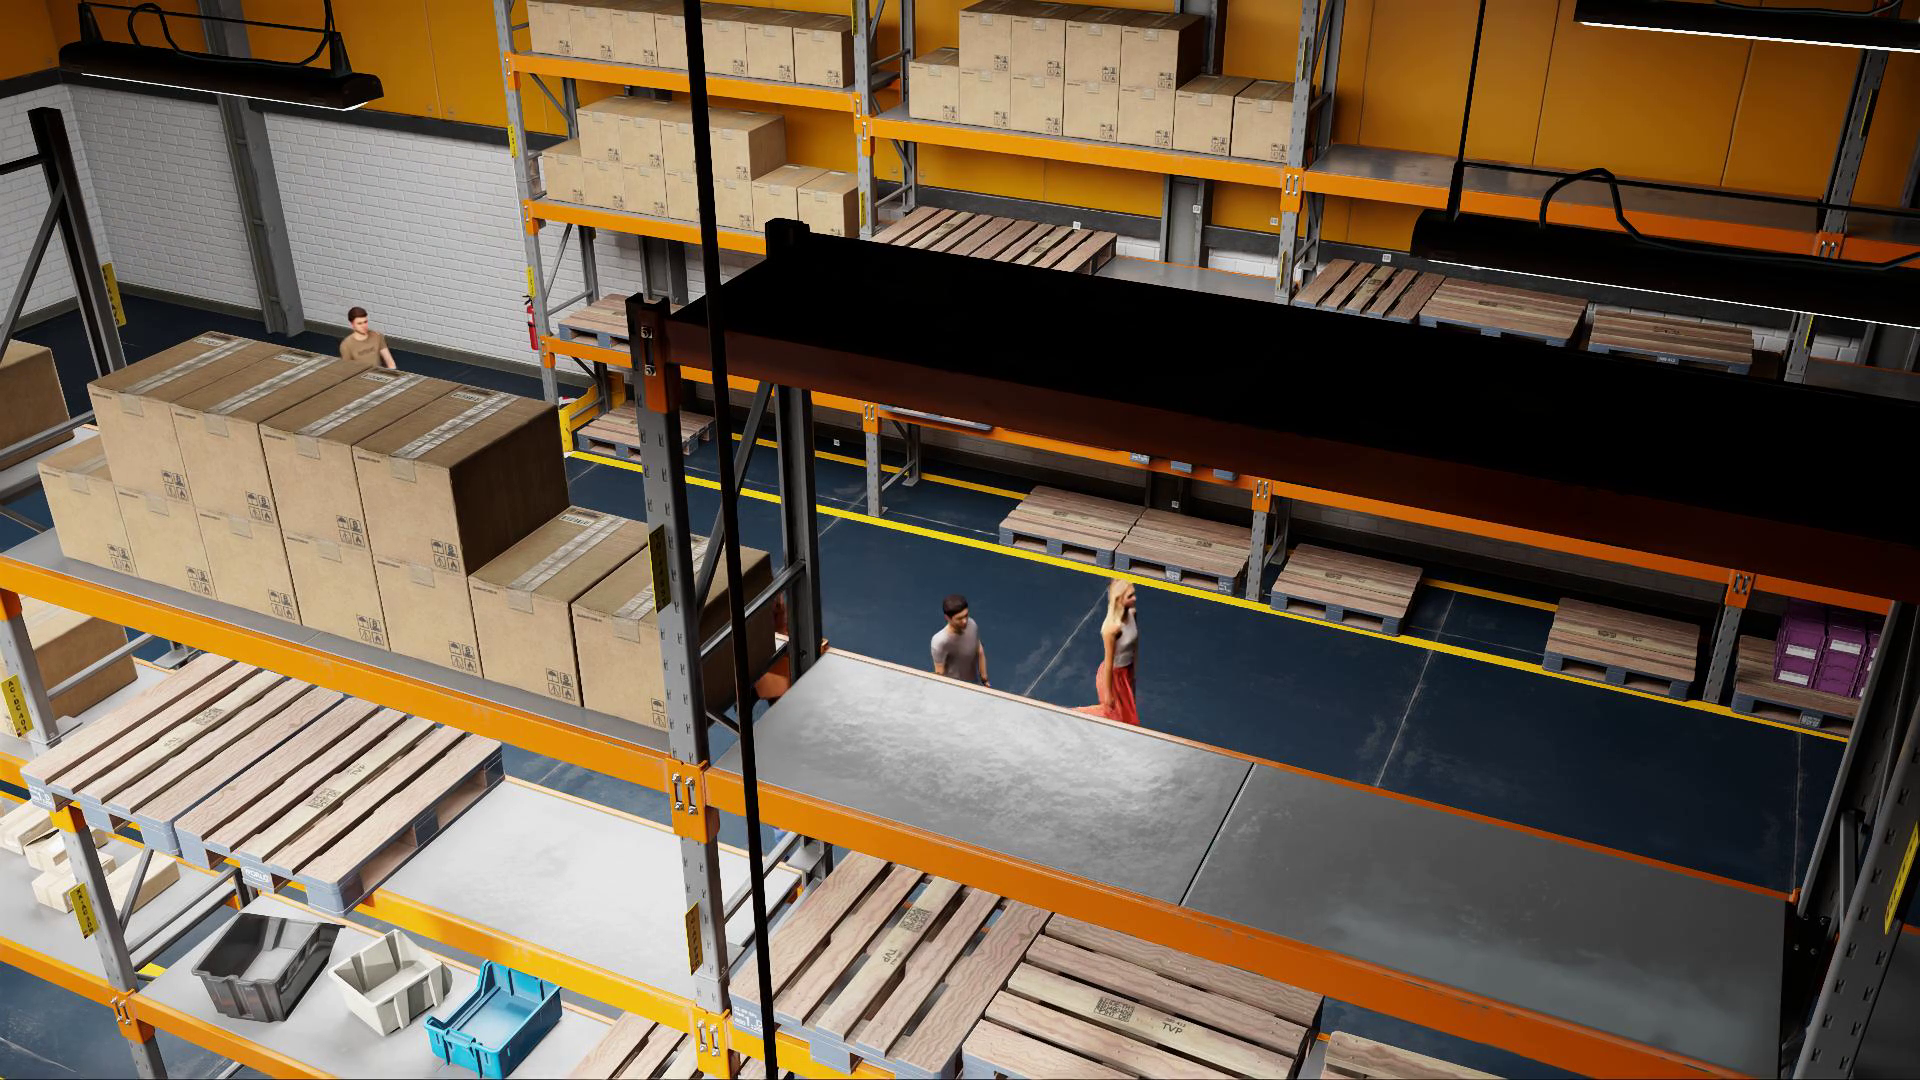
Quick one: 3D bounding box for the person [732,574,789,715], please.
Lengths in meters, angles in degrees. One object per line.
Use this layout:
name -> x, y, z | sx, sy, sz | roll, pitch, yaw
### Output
person -> -1.469, 0.999, 13.033 | 1.293, 1.674, 1.019 | 25, 37, 38

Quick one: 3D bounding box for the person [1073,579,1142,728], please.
person -> 1.127, 1.068, 12.795 | 1.045, 1.781, 0.695 | 17, 33, 28

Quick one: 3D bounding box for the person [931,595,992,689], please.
person -> -0.072, 1.098, 12.850 | 1.175, 1.676, 0.787 | 17, 33, 29

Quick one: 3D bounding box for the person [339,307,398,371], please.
person -> -6.305, -1.620, 17.690 | 1.231, 1.814, 0.905 | 22, 36, 35
